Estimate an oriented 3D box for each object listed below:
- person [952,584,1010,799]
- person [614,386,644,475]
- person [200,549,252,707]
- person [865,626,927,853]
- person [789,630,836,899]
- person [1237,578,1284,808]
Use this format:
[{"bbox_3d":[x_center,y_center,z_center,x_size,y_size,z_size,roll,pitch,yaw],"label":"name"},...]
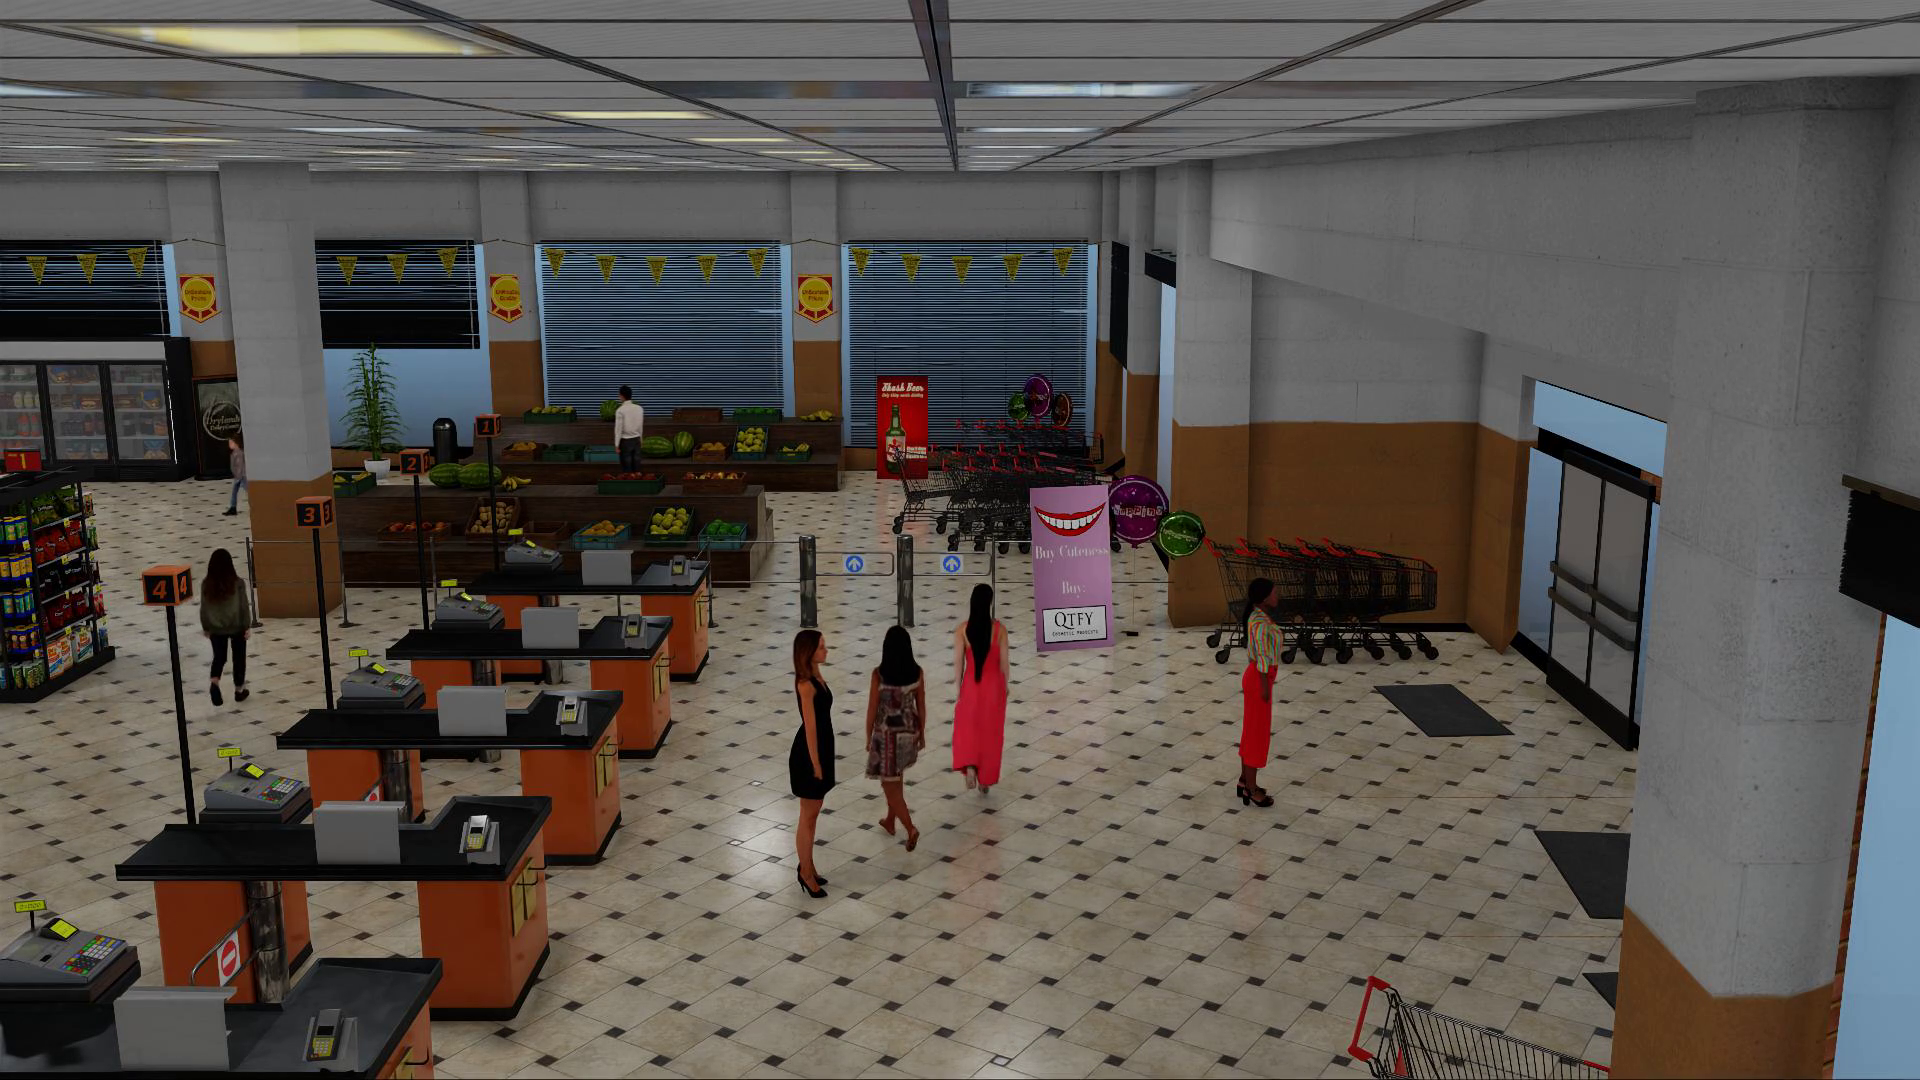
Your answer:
[{"bbox_3d":[0.172,1.207,12.885,0.686,1.712,0.696,1,12,6],"label":"person"},{"bbox_3d":[-4.997,-1.441,25.230,0.797,1.806,0.743,11,16,43],"label":"person"},{"bbox_3d":[-6.763,0.830,15.287,0.831,1.460,0.713,-1,12,-7],"label":"person"},{"bbox_3d":[-0.440,1.447,11.969,1.076,1.620,0.971,-5,13,-24],"label":"person"},{"bbox_3d":[-0.996,1.497,11.213,0.511,1.834,0.576,0,12,1],"label":"person"},{"bbox_3d":[2.310,1.165,12.893,0.514,1.792,0.593,0,12,1],"label":"person"}]
